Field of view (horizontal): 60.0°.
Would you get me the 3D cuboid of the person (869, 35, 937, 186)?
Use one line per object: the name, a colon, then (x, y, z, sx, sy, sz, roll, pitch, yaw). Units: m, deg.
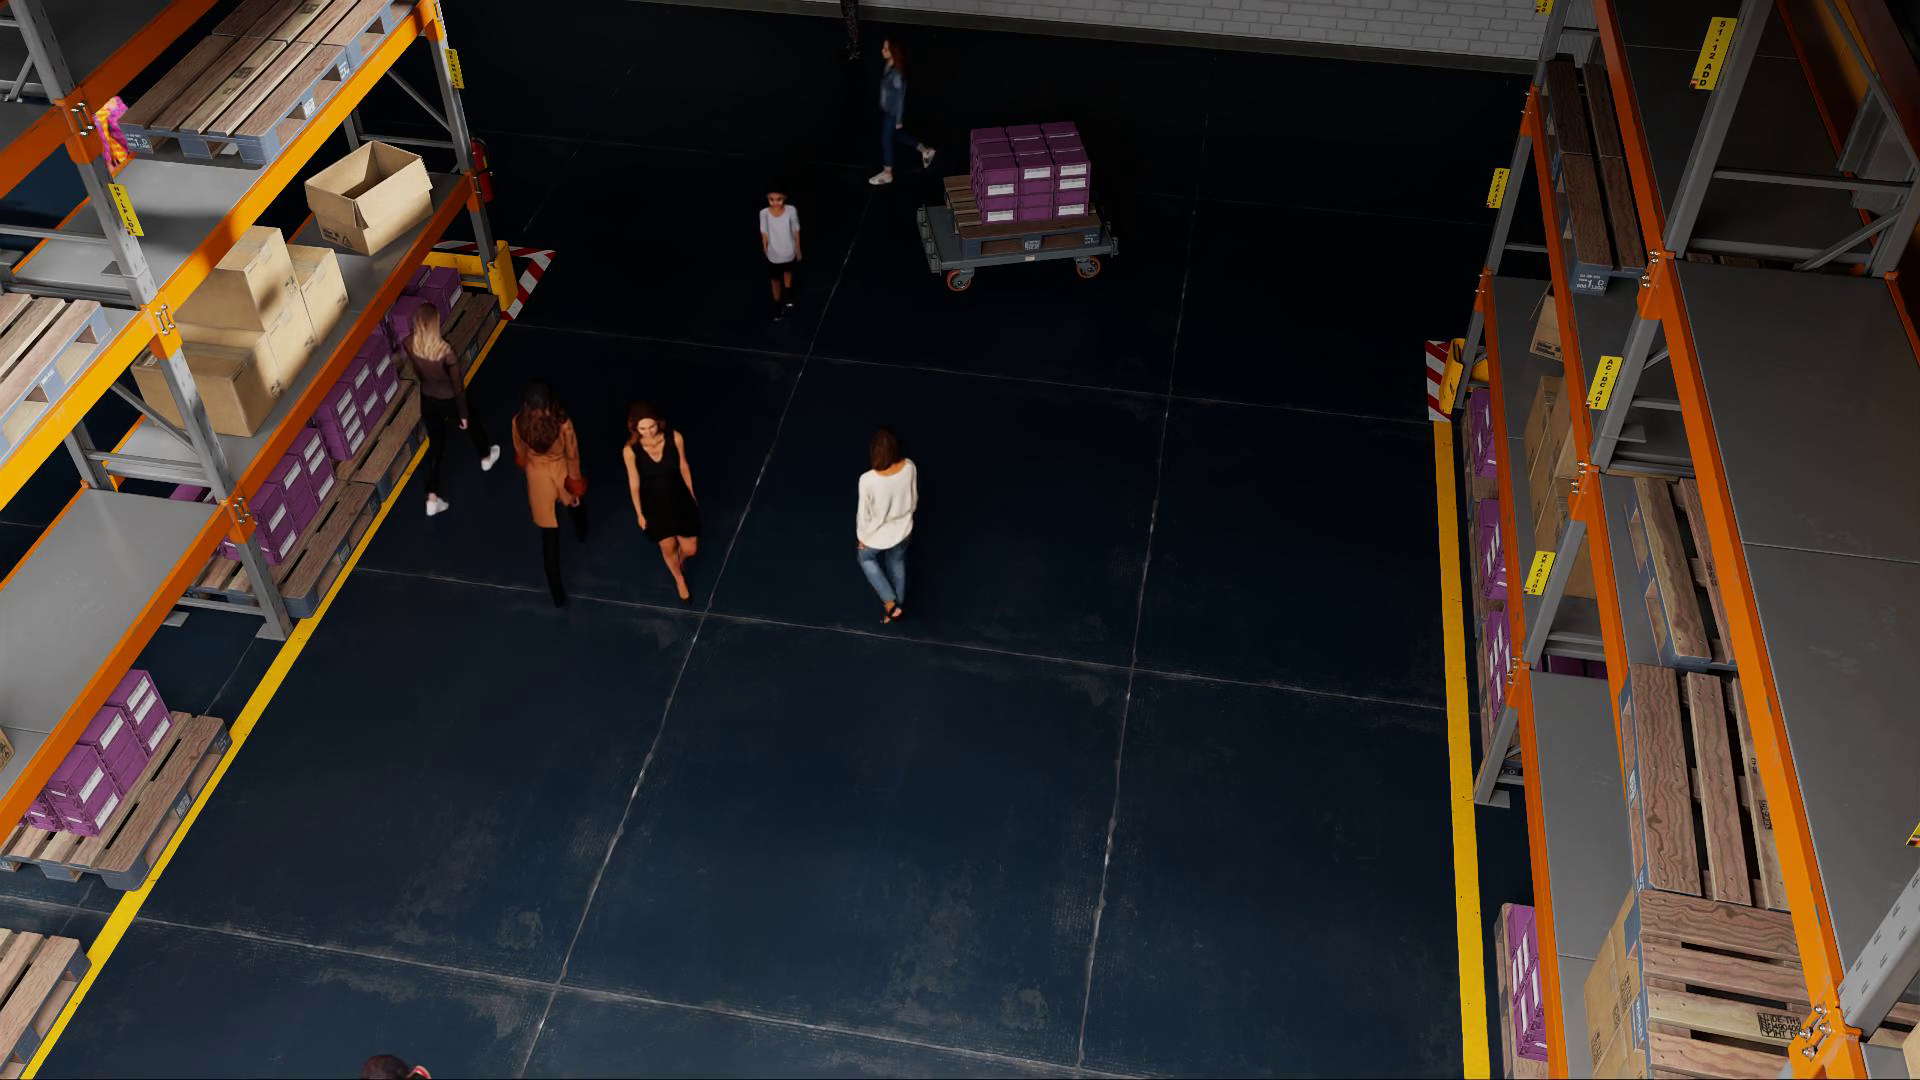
person: (-0.541, -3.963, 15.291, 0.814, 1.459, 0.903, -7, 44, -8)

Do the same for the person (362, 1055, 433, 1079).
person: (-2.594, 2.917, 8.002, 0.608, 1.552, 0.443, 9, 44, 9)

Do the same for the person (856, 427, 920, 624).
person: (-0.446, -0.022, 11.002, 0.770, 1.669, 0.822, -23, 48, -22)

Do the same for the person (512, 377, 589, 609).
person: (-2.780, -0.312, 11.303, 0.909, 1.675, 1.277, -5, 44, -5)

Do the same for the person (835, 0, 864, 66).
person: (-1.137, -5.687, 16.920, 0.716, 1.708, 0.620, -7, 44, -7)

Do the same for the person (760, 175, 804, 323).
person: (-1.494, -2.513, 13.927, 0.612, 1.243, 0.743, -8, 44, -8)

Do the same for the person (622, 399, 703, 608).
person: (-2.002, -0.274, 11.157, 0.745, 1.821, 0.810, -17, 46, -17)

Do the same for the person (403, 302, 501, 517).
person: (-3.759, -0.923, 11.952, 0.664, 1.665, 1.143, 10, 45, 11)
